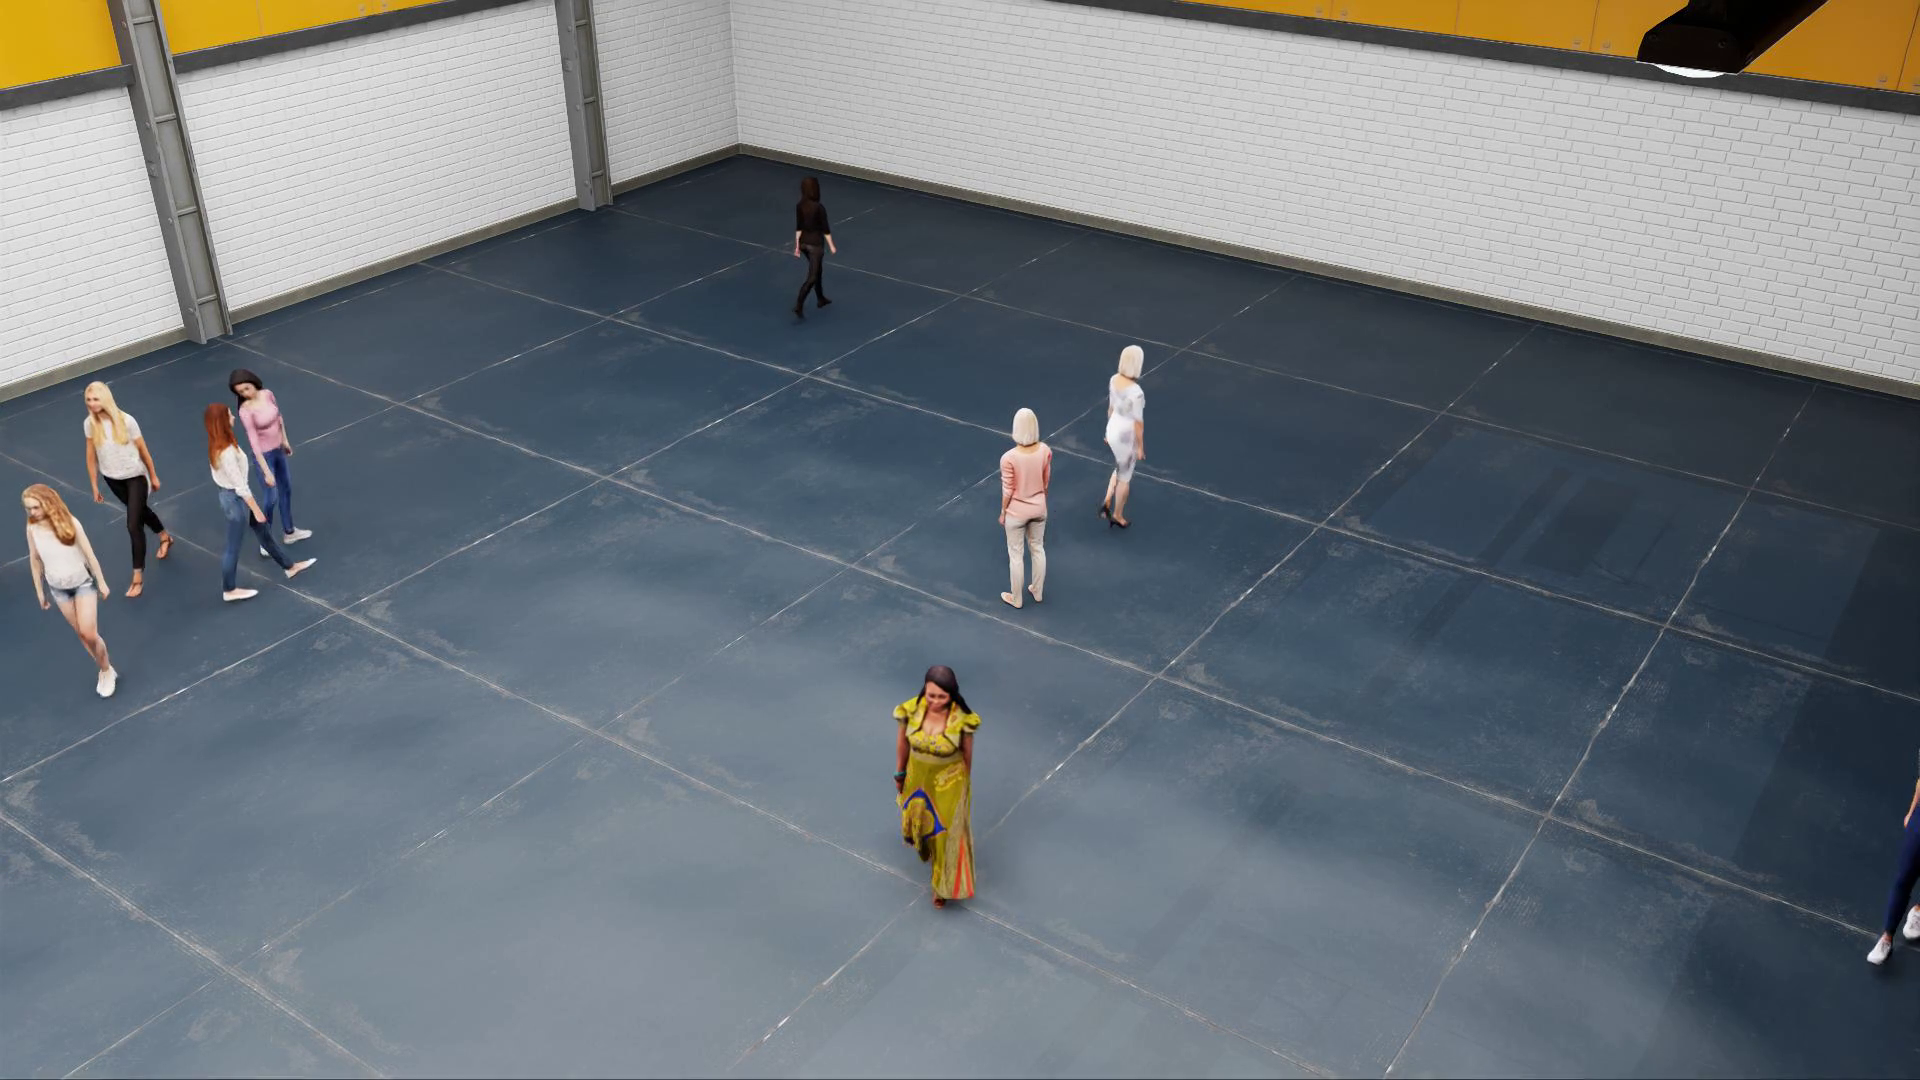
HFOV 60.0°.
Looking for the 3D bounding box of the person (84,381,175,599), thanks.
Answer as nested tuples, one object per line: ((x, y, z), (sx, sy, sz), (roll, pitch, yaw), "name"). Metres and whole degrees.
((-6.844, -0.507, 13.751), (1.083, 1.770, 1.244), (-1, 29, -2), "person")

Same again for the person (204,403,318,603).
((-5.921, -0.276, 13.400), (1.093, 1.701, 0.891), (-15, 32, -25), "person")

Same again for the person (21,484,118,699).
((-6.496, 0.321, 12.260), (0.732, 1.746, 0.782), (-2, 29, -4), "person")

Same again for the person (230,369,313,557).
((-5.885, -0.742, 14.238), (0.824, 1.716, 0.658), (-2, 29, -3), "person")

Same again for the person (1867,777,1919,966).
((5.827, 1.657, 9.805), (0.644, 1.750, 0.969), (20, 34, 32), "person")

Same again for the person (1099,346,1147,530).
((1.359, -0.853, 14.420), (0.737, 1.738, 0.702), (-16, 32, -27), "person")

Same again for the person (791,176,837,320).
((-1.741, -3.332, 19.092), (0.581, 1.615, 1.029), (20, 35, 32), "person")

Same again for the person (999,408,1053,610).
((0.523, -0.257, 13.340), (0.614, 1.725, 0.738), (-14, 32, -24), "person")

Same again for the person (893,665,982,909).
((-0.147, 1.439, 10.321), (0.965, 1.639, 1.116), (4, 29, 8), "person")
